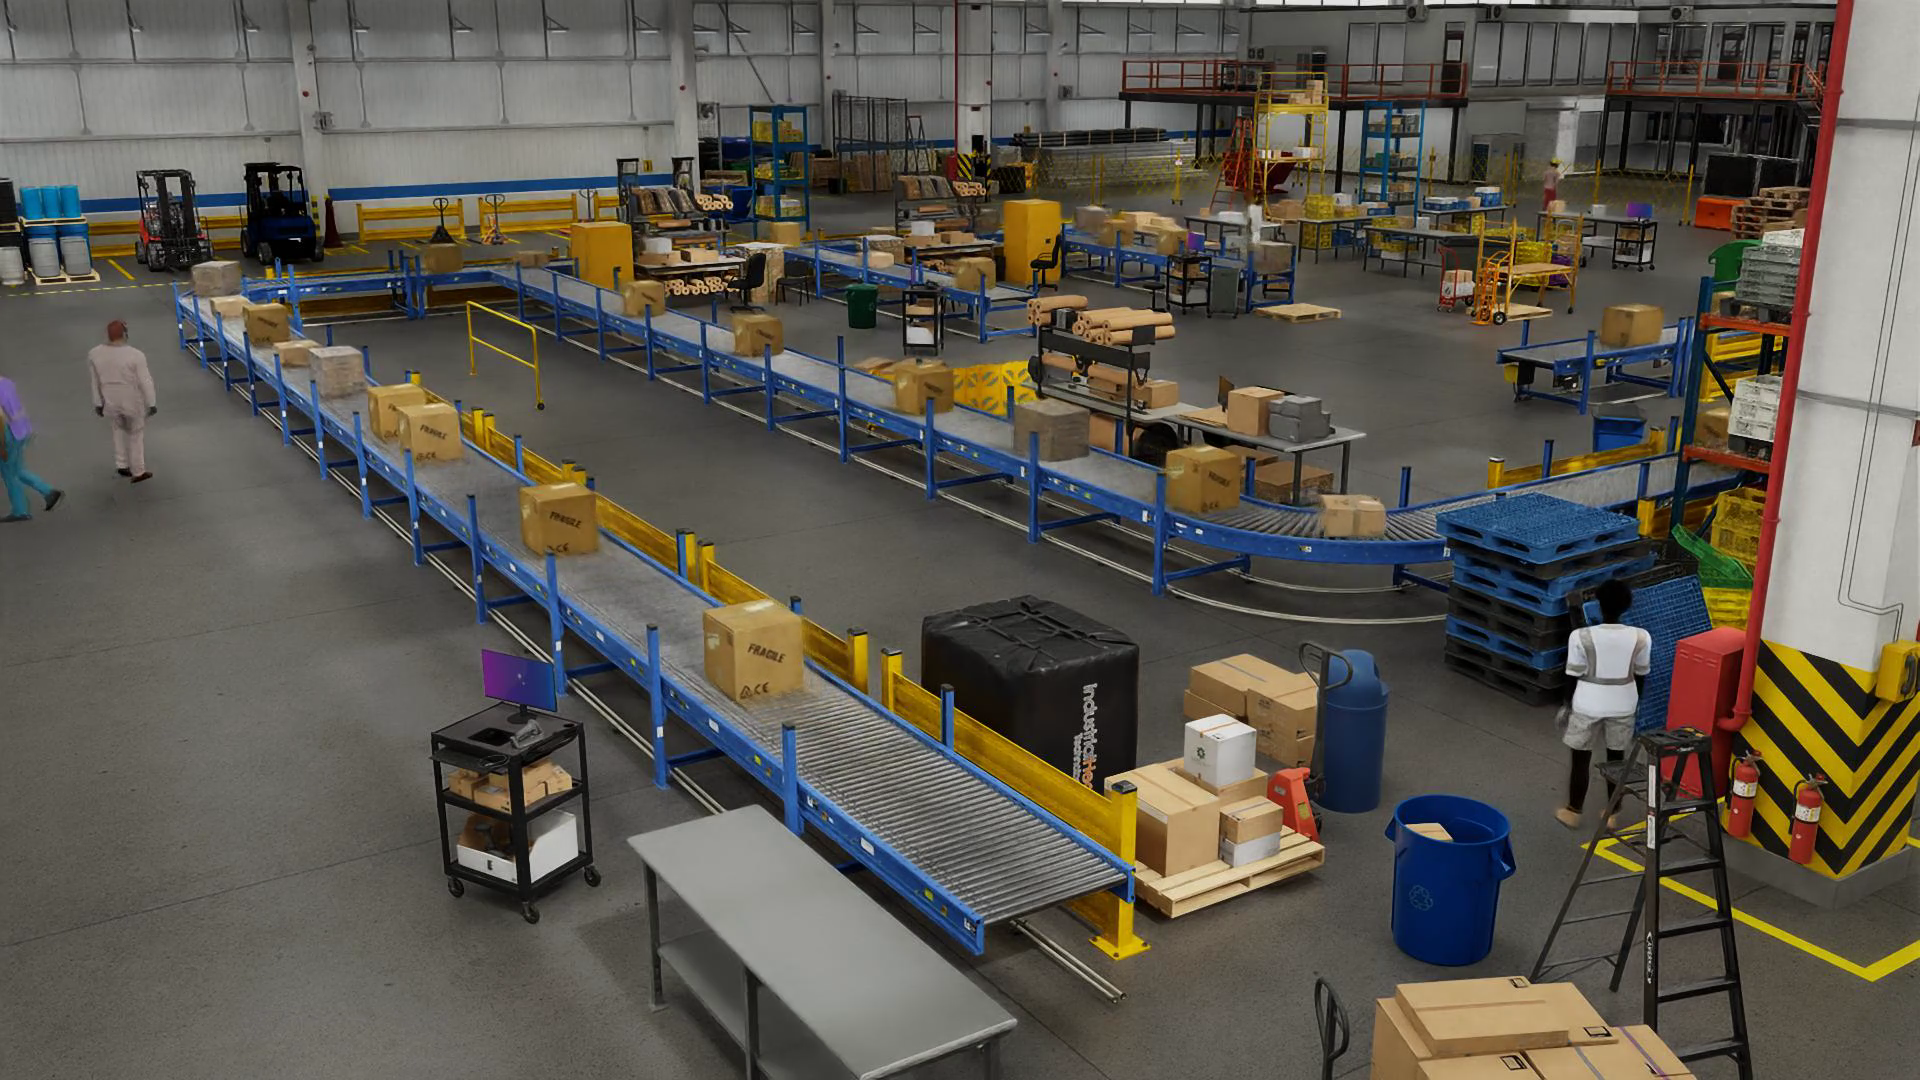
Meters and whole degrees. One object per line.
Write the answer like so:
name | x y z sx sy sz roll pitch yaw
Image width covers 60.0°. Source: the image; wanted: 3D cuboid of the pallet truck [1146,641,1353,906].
pallet truck | 1.664 1.407 10.232 1.630 1.274 0.653 -10 20 -31

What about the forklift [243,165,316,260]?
forklift | -15.898 -7.669 38.708 1.157 1.987 2.680 -11 20 -33

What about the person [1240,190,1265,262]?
person | 6.363 -6.680 36.208 0.537 1.844 0.579 -16 23 -42

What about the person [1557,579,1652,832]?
person | 4.126 1.070 10.674 0.540 1.695 0.317 1 17 2

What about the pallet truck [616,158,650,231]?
pallet truck | -8.918 -9.176 44.255 0.823 1.965 1.885 -9 19 -27

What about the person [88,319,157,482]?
person | -9.634 -1.603 19.227 0.675 1.891 0.439 1 17 2

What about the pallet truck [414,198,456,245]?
pallet truck | -13.250 -8.060 41.856 0.680 1.201 1.601 -10 20 -31

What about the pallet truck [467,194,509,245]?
pallet truck | -11.983 -8.177 42.137 0.704 1.261 1.522 -11 20 -33

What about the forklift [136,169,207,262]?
forklift | -17.842 -7.318 37.559 1.157 1.987 2.680 -10 20 -31

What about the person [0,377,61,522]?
person | -10.030 -1.069 17.596 0.553 1.817 0.577 -4 17 -13

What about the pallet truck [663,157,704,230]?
pallet truck | -7.586 -9.308 44.692 0.823 1.965 1.885 -11 20 -33

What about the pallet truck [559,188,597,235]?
pallet truck | -10.010 -8.652 43.699 0.653 1.274 1.630 -10 20 -31

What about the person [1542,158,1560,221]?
person | 16.786 -9.943 47.209 0.329 1.765 0.526 -7 18 -22

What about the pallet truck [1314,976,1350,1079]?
pallet truck | 2.299 2.390 7.086 1.601 1.201 0.680 -2 17 -7
